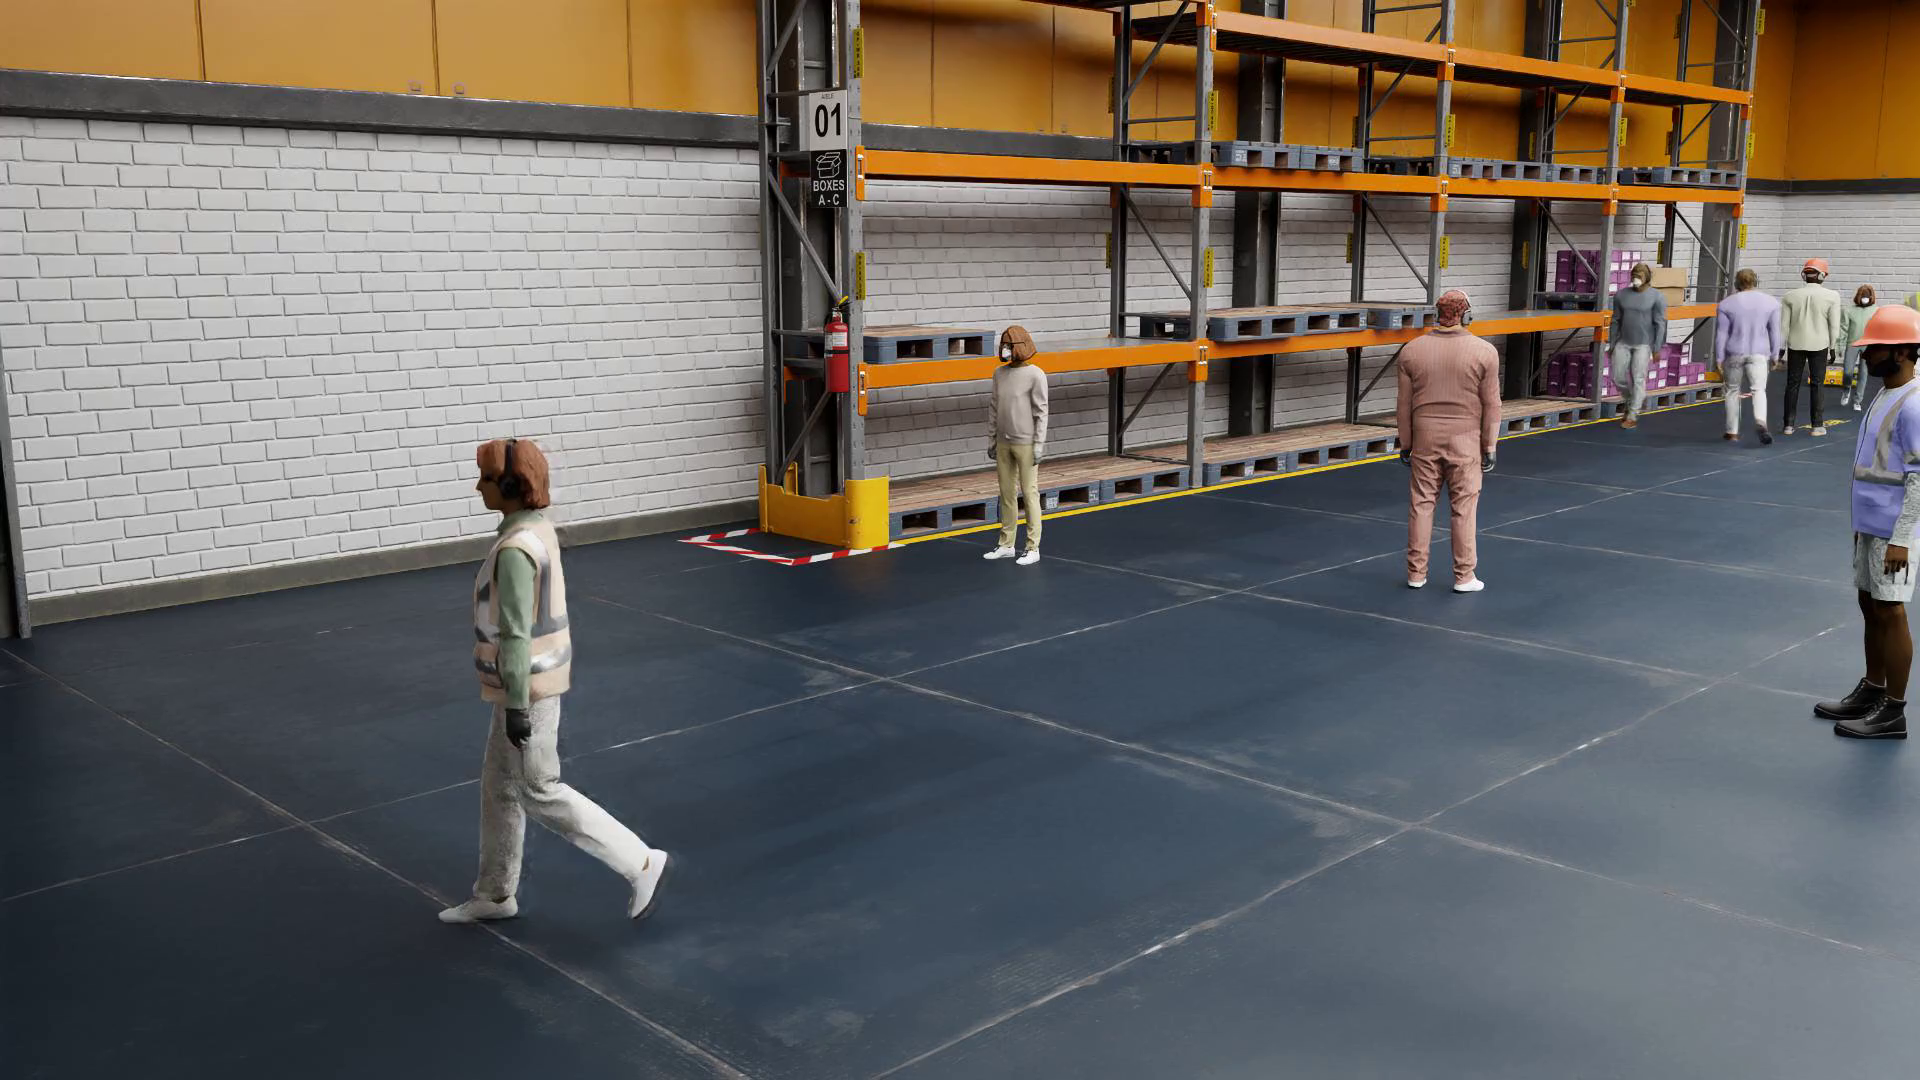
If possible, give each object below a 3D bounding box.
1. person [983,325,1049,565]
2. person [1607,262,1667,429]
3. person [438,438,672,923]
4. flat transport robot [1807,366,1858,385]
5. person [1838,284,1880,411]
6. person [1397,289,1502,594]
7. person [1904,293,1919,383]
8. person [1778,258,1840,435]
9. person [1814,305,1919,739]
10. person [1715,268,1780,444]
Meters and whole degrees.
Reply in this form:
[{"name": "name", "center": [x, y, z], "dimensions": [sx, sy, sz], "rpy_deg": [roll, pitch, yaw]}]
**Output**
[{"name": "person", "center": [0.383, -0.650, 11.402], "dimensions": [0.278, 1.633, 0.507], "rpy_deg": [-10, 15, -44]}, {"name": "person", "center": [7.856, -2.251, 19.332], "dimensions": [0.469, 1.928, 0.651], "rpy_deg": [-10, 14, -43]}, {"name": "person", "center": [-1.326, 0.472, 5.335], "dimensions": [0.709, 1.618, 0.521], "rpy_deg": [-1, 10, -8]}, {"name": "flat transport robot", "center": [13.256, -2.509, 25.253], "dimensions": [0.652, 0.197, 1.431], "rpy_deg": [5, 12, 27]}, {"name": "person", "center": [11.573, -2.473, 21.385], "dimensions": [0.501, 1.617, 0.383], "rpy_deg": [5, 11, 24]}, {"name": "person", "center": [3.072, -0.615, 10.466], "dimensions": [0.642, 1.909, 0.408], "rpy_deg": [6, 12, 29]}, {"name": "person", "center": [11.938, -2.387, 20.495], "dimensions": [0.628, 1.780, 0.965], "rpy_deg": [7, 13, 35]}, {"name": "person", "center": [9.558, -2.171, 18.740], "dimensions": [0.612, 1.984, 0.401], "rpy_deg": [8, 13, 36]}, {"name": "person", "center": [4.110, -0.075, 7.434], "dimensions": [0.367, 1.935, 0.552], "rpy_deg": [2, 11, 13]}, {"name": "person", "center": [8.476, -1.971, 17.900], "dimensions": [0.663, 1.900, 0.822], "rpy_deg": [3, 11, 17]}]
